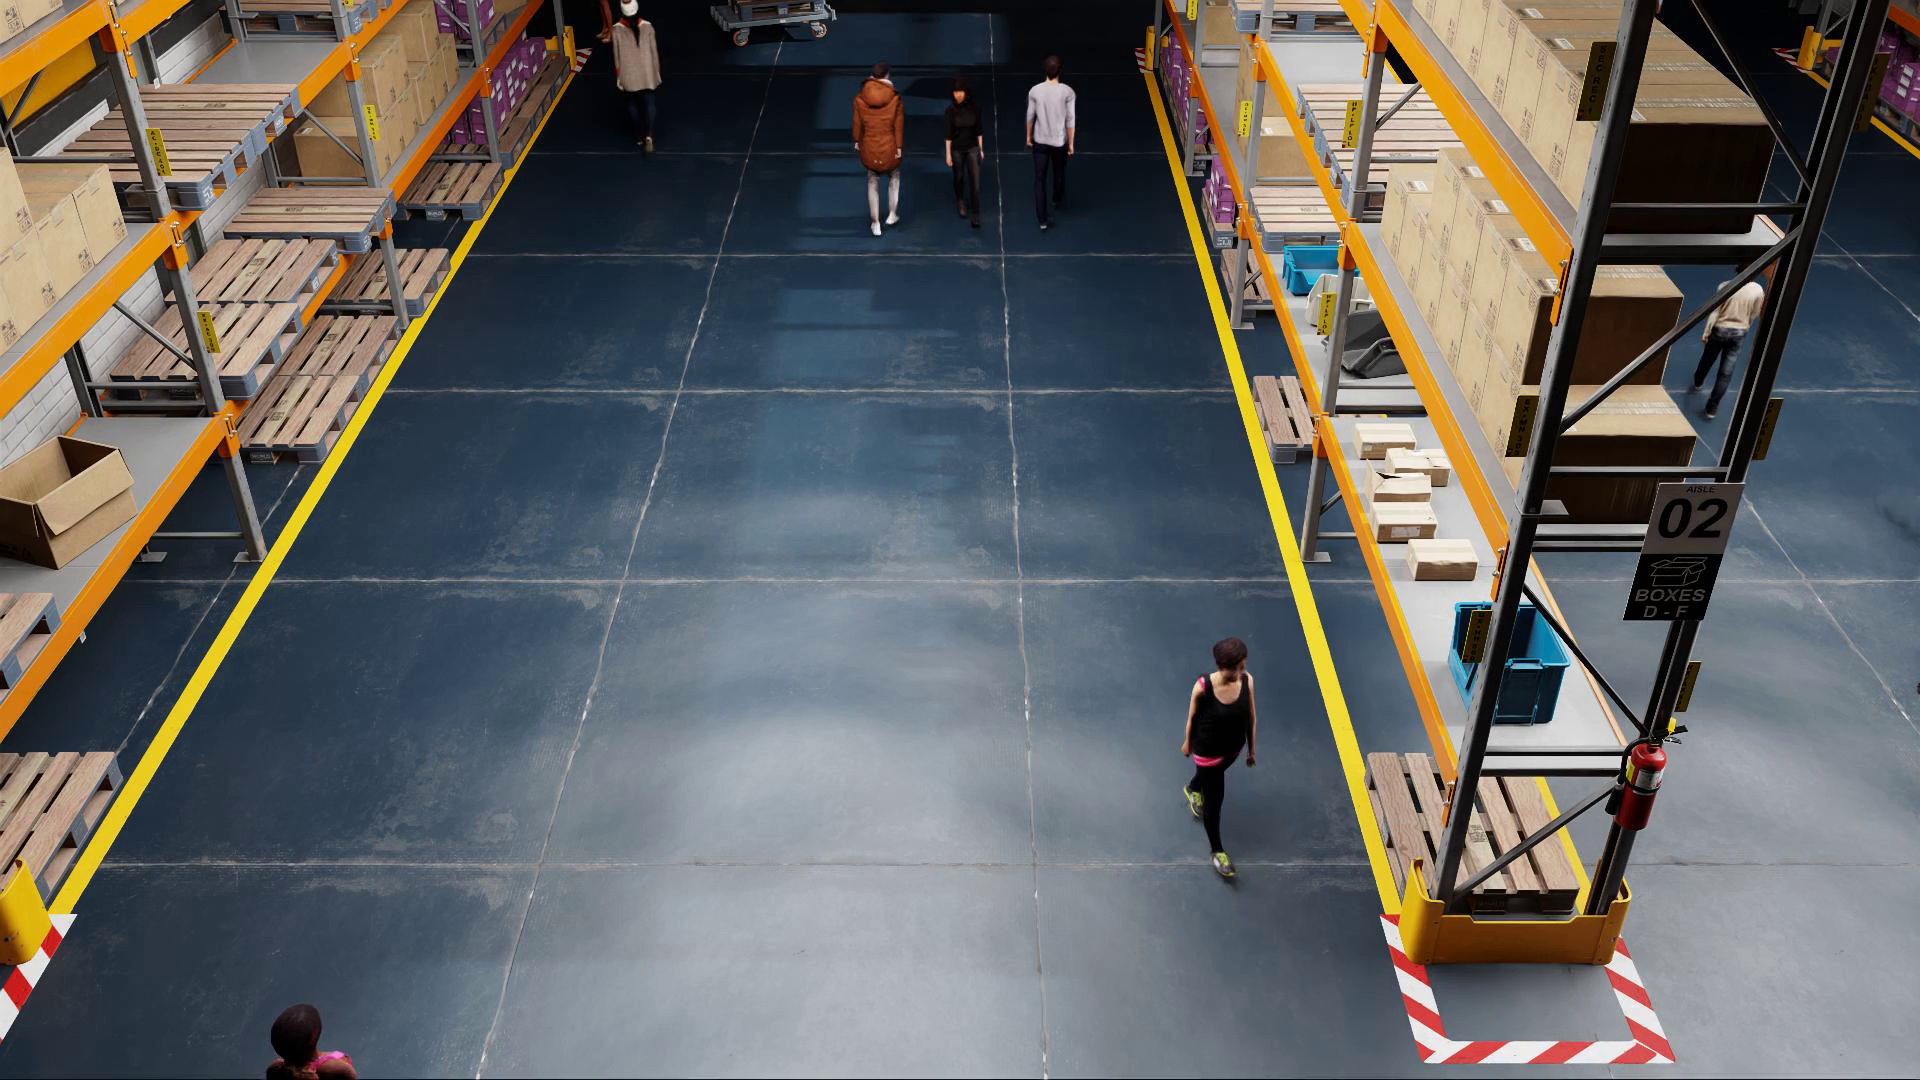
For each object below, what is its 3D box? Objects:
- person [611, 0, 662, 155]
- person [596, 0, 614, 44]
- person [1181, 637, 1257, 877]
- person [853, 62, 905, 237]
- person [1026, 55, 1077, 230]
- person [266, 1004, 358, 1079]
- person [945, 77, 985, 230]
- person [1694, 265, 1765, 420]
[{"bbox_3d":[-3.815,-5.497,19.629,0.761,1.868,1.099,-4,34,-6],"label":"person"},{"bbox_3d":[-5.068,-7.859,23.344,0.703,1.688,0.585,-15,37,-21],"label":"person"},{"bbox_3d":[1.512,1.160,9.932,0.802,1.516,1.089,-12,36,-18],"label":"person"},{"bbox_3d":[-0.851,-4.087,17.556,0.709,1.815,0.711,0,34,0],"label":"person"},{"bbox_3d":[0.949,-4.210,17.753,0.769,1.800,1.134,4,34,5],"label":"person"},{"bbox_3d":[-2.794,2.752,7.365,0.542,1.705,0.883,0,34,-1],"label":"person"},{"bbox_3d":[0.025,-4.208,17.937,0.687,1.594,1.079,-6,34,-8],"label":"person"},{"bbox_3d":[6.633,-1.731,14.354,0.785,1.435,1.038,12,36,18],"label":"person"}]
